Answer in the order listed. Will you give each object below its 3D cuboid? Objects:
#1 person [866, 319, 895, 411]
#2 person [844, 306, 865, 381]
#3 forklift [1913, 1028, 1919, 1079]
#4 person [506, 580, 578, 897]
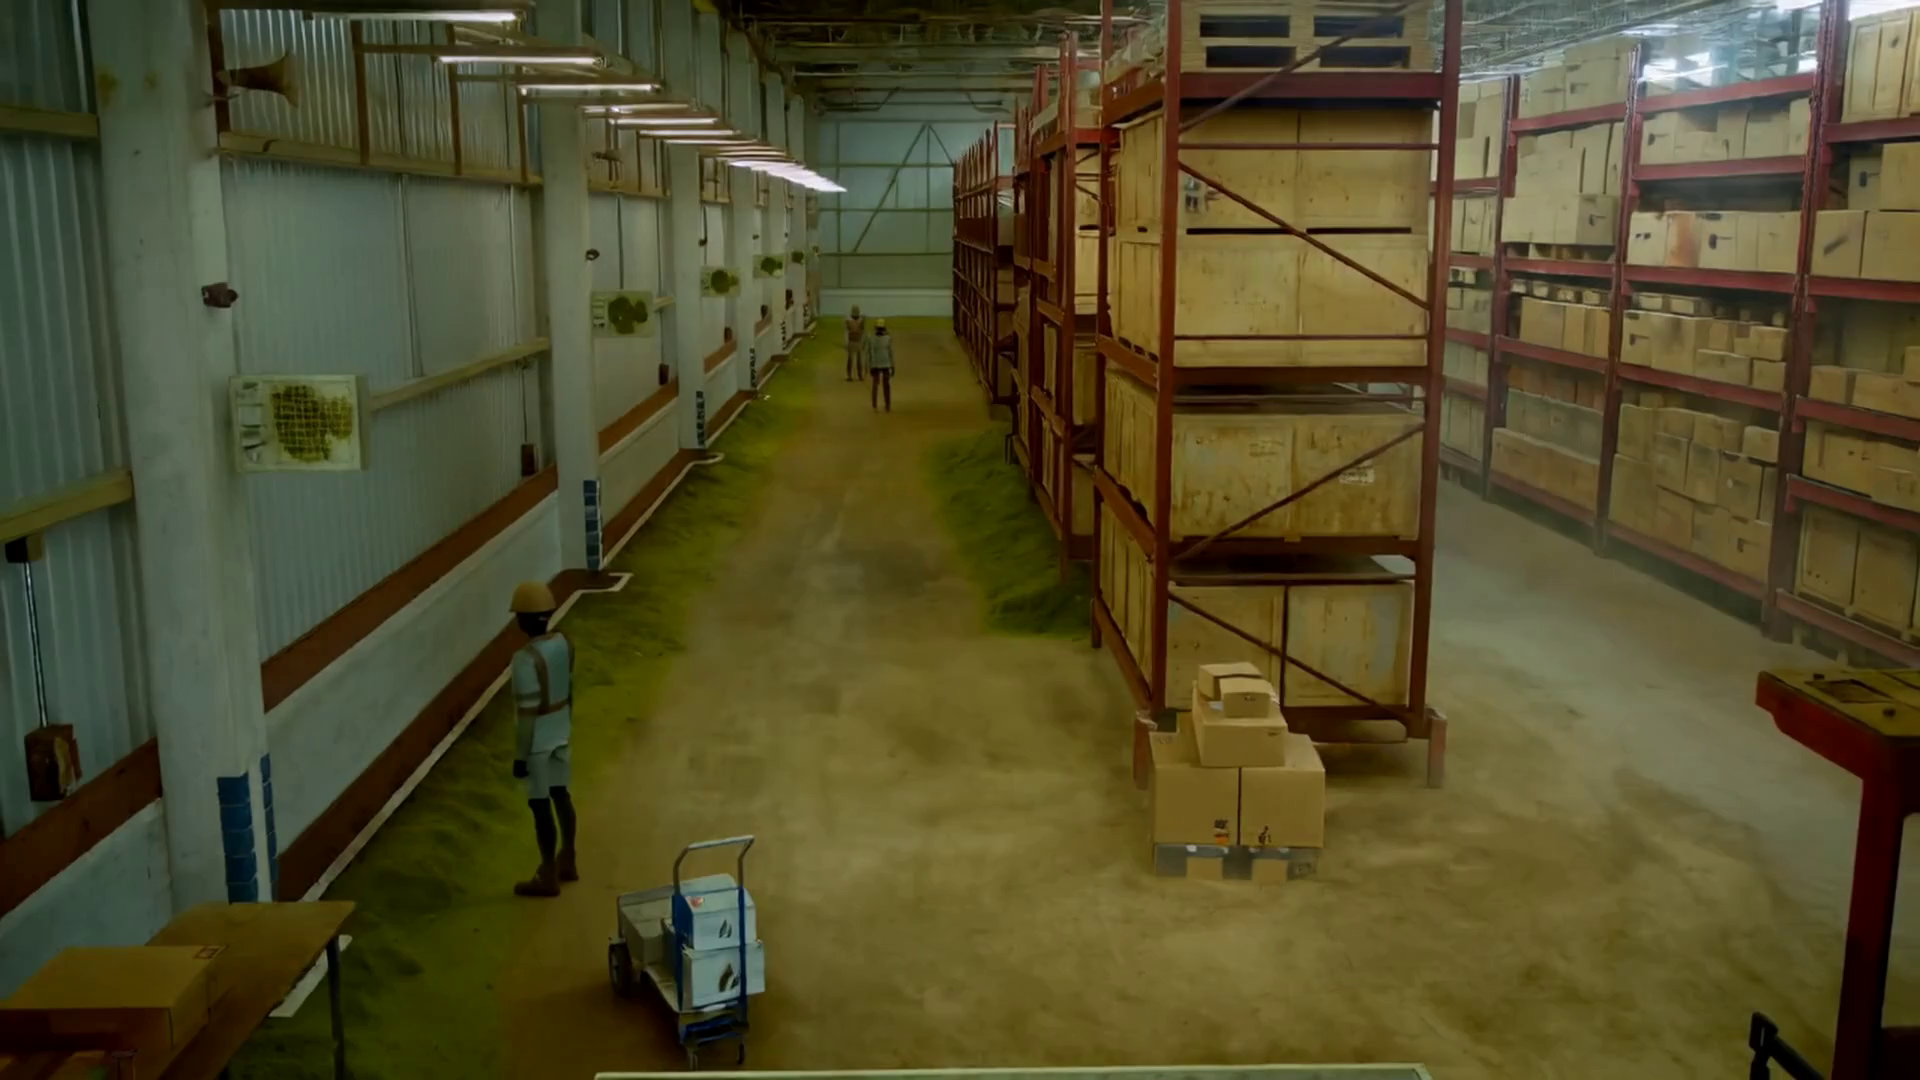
[{"bbox_3d":[-1.699,-3.750,35.701,0.619,1.986,0.410,-3,11,-15],"label":"person"},{"bbox_3d":[-2.695,-5.028,42.551,0.594,1.911,0.387,-6,12,-28],"label":"person"},{"bbox_3d":[3.158,1.770,4.639,1.129,2.768,1.873,0,11,-2],"label":"forklift"},{"bbox_3d":[-2.548,1.197,10.081,0.356,1.937,0.552,3,11,17],"label":"person"}]
